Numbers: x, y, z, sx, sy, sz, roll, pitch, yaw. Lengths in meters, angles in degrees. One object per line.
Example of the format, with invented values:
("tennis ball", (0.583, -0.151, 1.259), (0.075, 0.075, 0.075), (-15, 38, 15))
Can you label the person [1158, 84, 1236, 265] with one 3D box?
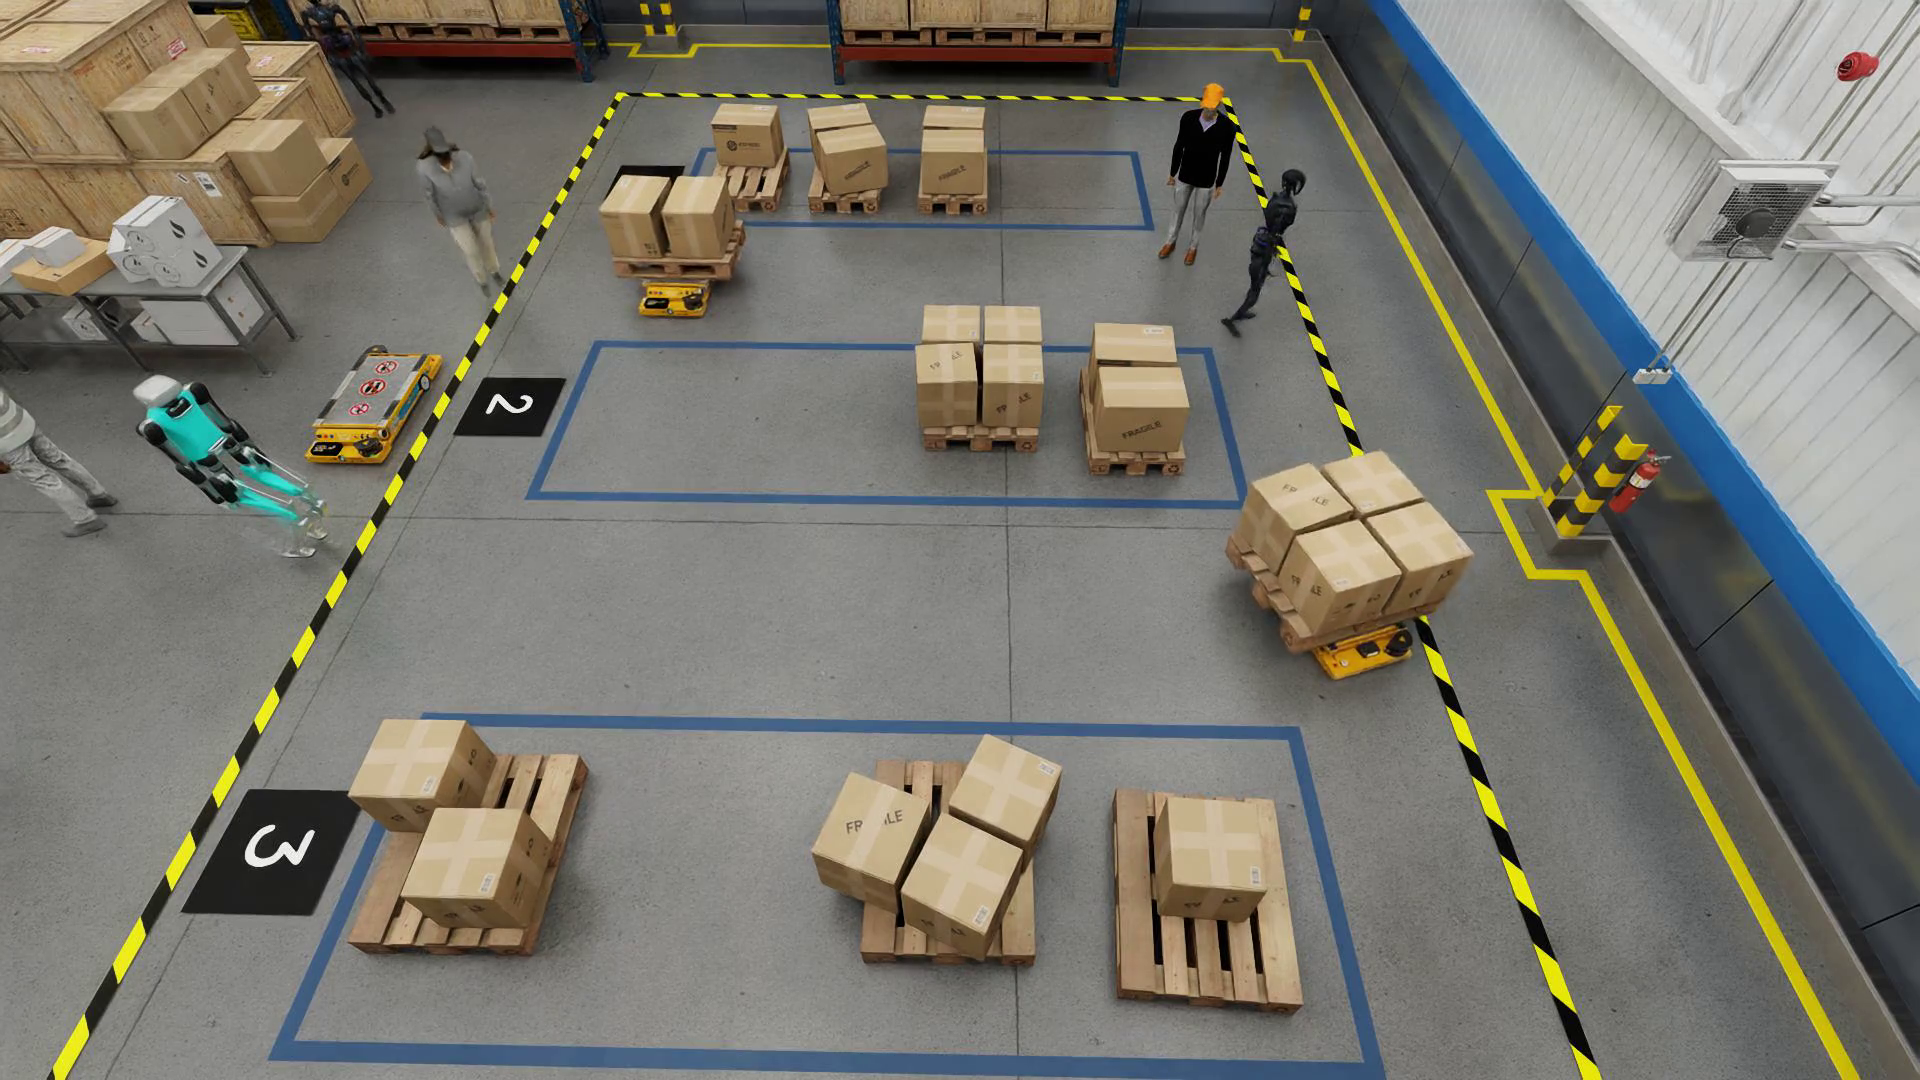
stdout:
("person", (2.445, -3.758, 9.489), (0.591, 1.882, 0.374), (22, 53, 18))

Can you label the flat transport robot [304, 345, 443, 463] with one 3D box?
("flat transport robot", (-5.383, -1.269, 8.441), (0.659, 0.231, 1.431), (1, 50, 1))

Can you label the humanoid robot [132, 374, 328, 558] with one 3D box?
("humanoid robot", (-5.171, -0.477, 6.720), (0.735, 1.677, 0.533), (9, 50, 8))

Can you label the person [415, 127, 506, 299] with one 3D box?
("person", (-4.918, -3.255, 9.151), (0.560, 1.748, 0.586), (-33, 57, -25))

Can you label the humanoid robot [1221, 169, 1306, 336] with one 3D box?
("humanoid robot", (2.889, -2.752, 8.777), (0.417, 1.647, 0.584), (16, 52, 13))

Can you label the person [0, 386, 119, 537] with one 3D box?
("person", (-7.273, -0.805, 6.955), (0.412, 1.939, 0.609), (-12, 51, -10))

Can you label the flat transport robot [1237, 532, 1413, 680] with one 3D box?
("flat transport robot", (2.774, 0.366, 7.039), (0.652, 0.197, 1.431), (-14, 51, -12))

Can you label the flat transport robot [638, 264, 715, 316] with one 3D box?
("flat transport robot", (-2.946, -2.906, 9.808), (0.652, 0.197, 1.431), (1, 50, 1))

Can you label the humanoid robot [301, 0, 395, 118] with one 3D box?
("humanoid robot", (-7.864, -6.248, 11.735), (0.602, 1.640, 0.364), (-16, 52, -14))
